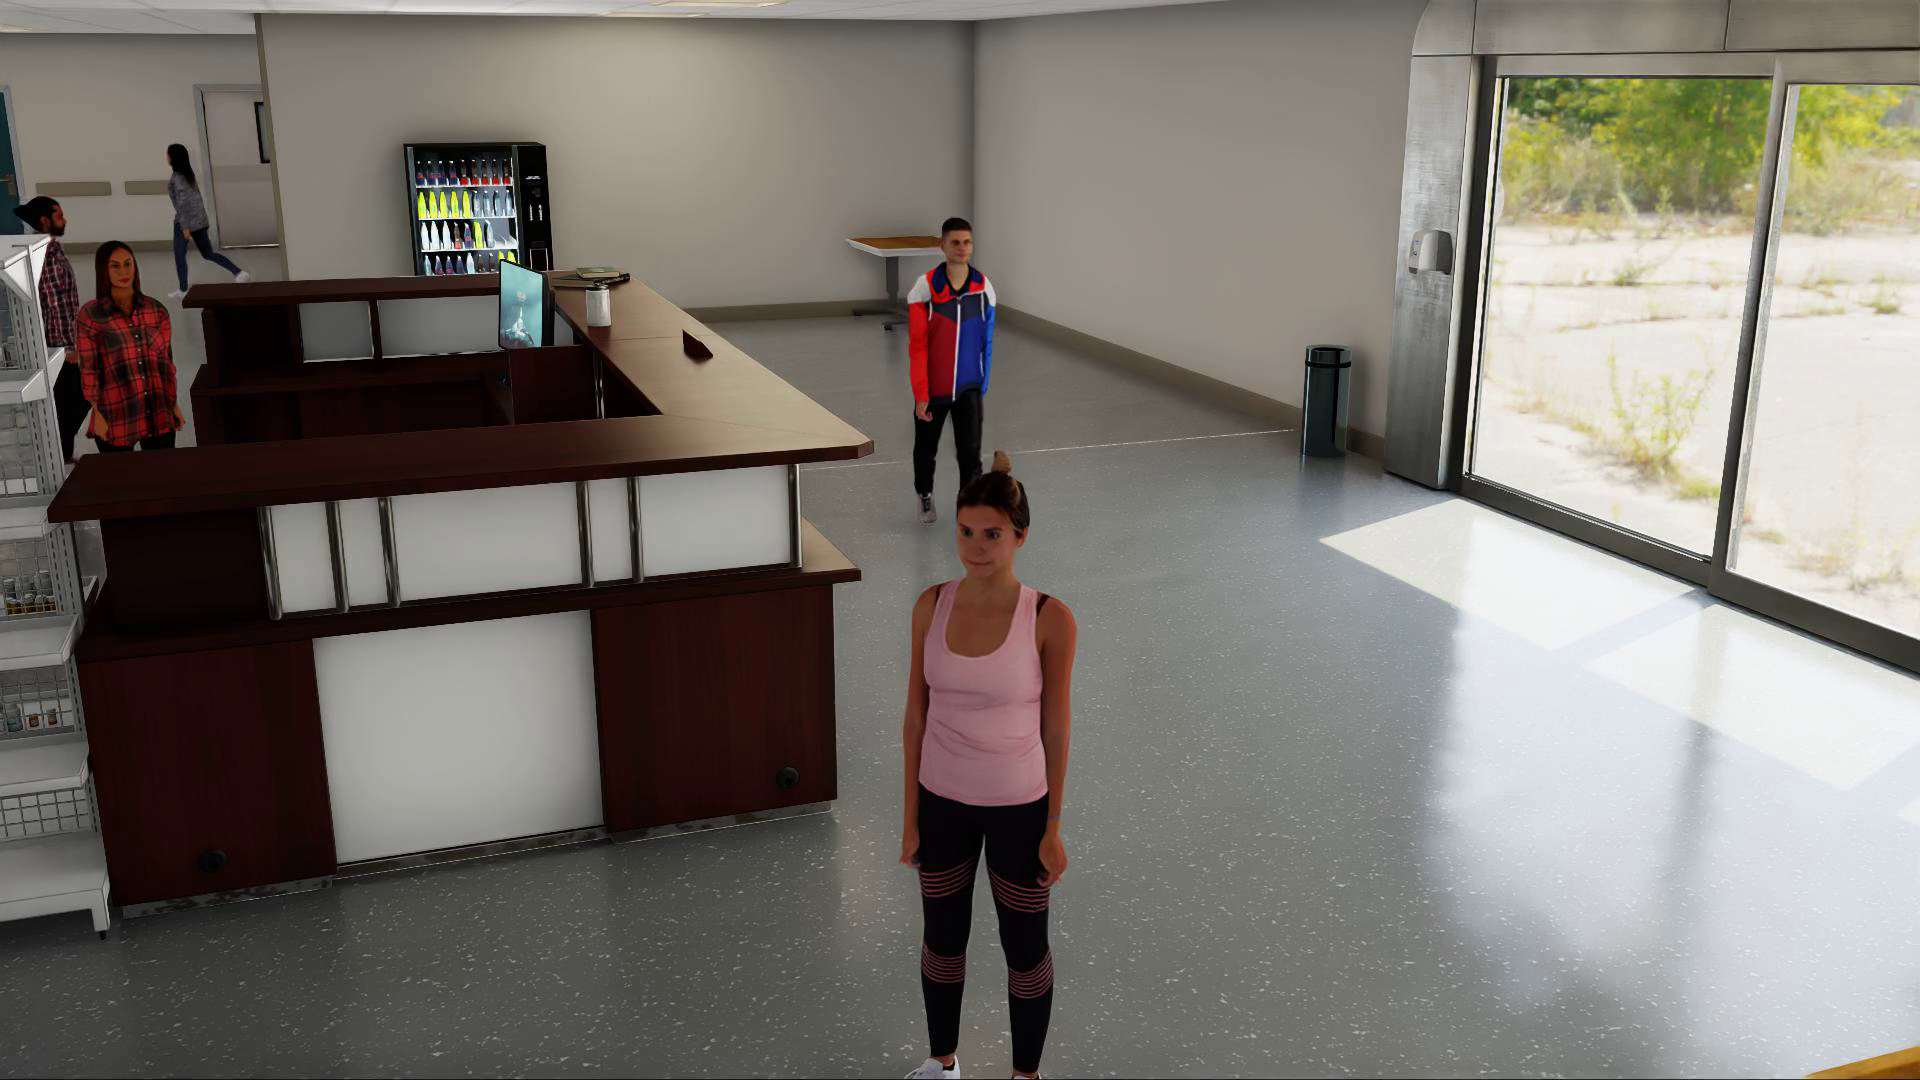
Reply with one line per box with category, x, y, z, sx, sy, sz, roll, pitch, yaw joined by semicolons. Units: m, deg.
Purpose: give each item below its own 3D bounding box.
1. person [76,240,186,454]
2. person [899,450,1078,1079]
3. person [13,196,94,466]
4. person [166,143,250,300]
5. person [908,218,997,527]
person;-4.082;-0.623;8.224;0.760;1.703;0.655;13;20;38
person;0.062;0.616;3.926;0.628;1.650;0.706;5;17;18
person;-5.648;-1.214;10.232;0.636;1.749;0.703;-8;17;-25
person;-8.422;-3.494;18.418;1.226;1.696;0.948;1;16;3
person;-0.087;-0.820;8.890;1.171;1.720;0.843;-3;16;-10
